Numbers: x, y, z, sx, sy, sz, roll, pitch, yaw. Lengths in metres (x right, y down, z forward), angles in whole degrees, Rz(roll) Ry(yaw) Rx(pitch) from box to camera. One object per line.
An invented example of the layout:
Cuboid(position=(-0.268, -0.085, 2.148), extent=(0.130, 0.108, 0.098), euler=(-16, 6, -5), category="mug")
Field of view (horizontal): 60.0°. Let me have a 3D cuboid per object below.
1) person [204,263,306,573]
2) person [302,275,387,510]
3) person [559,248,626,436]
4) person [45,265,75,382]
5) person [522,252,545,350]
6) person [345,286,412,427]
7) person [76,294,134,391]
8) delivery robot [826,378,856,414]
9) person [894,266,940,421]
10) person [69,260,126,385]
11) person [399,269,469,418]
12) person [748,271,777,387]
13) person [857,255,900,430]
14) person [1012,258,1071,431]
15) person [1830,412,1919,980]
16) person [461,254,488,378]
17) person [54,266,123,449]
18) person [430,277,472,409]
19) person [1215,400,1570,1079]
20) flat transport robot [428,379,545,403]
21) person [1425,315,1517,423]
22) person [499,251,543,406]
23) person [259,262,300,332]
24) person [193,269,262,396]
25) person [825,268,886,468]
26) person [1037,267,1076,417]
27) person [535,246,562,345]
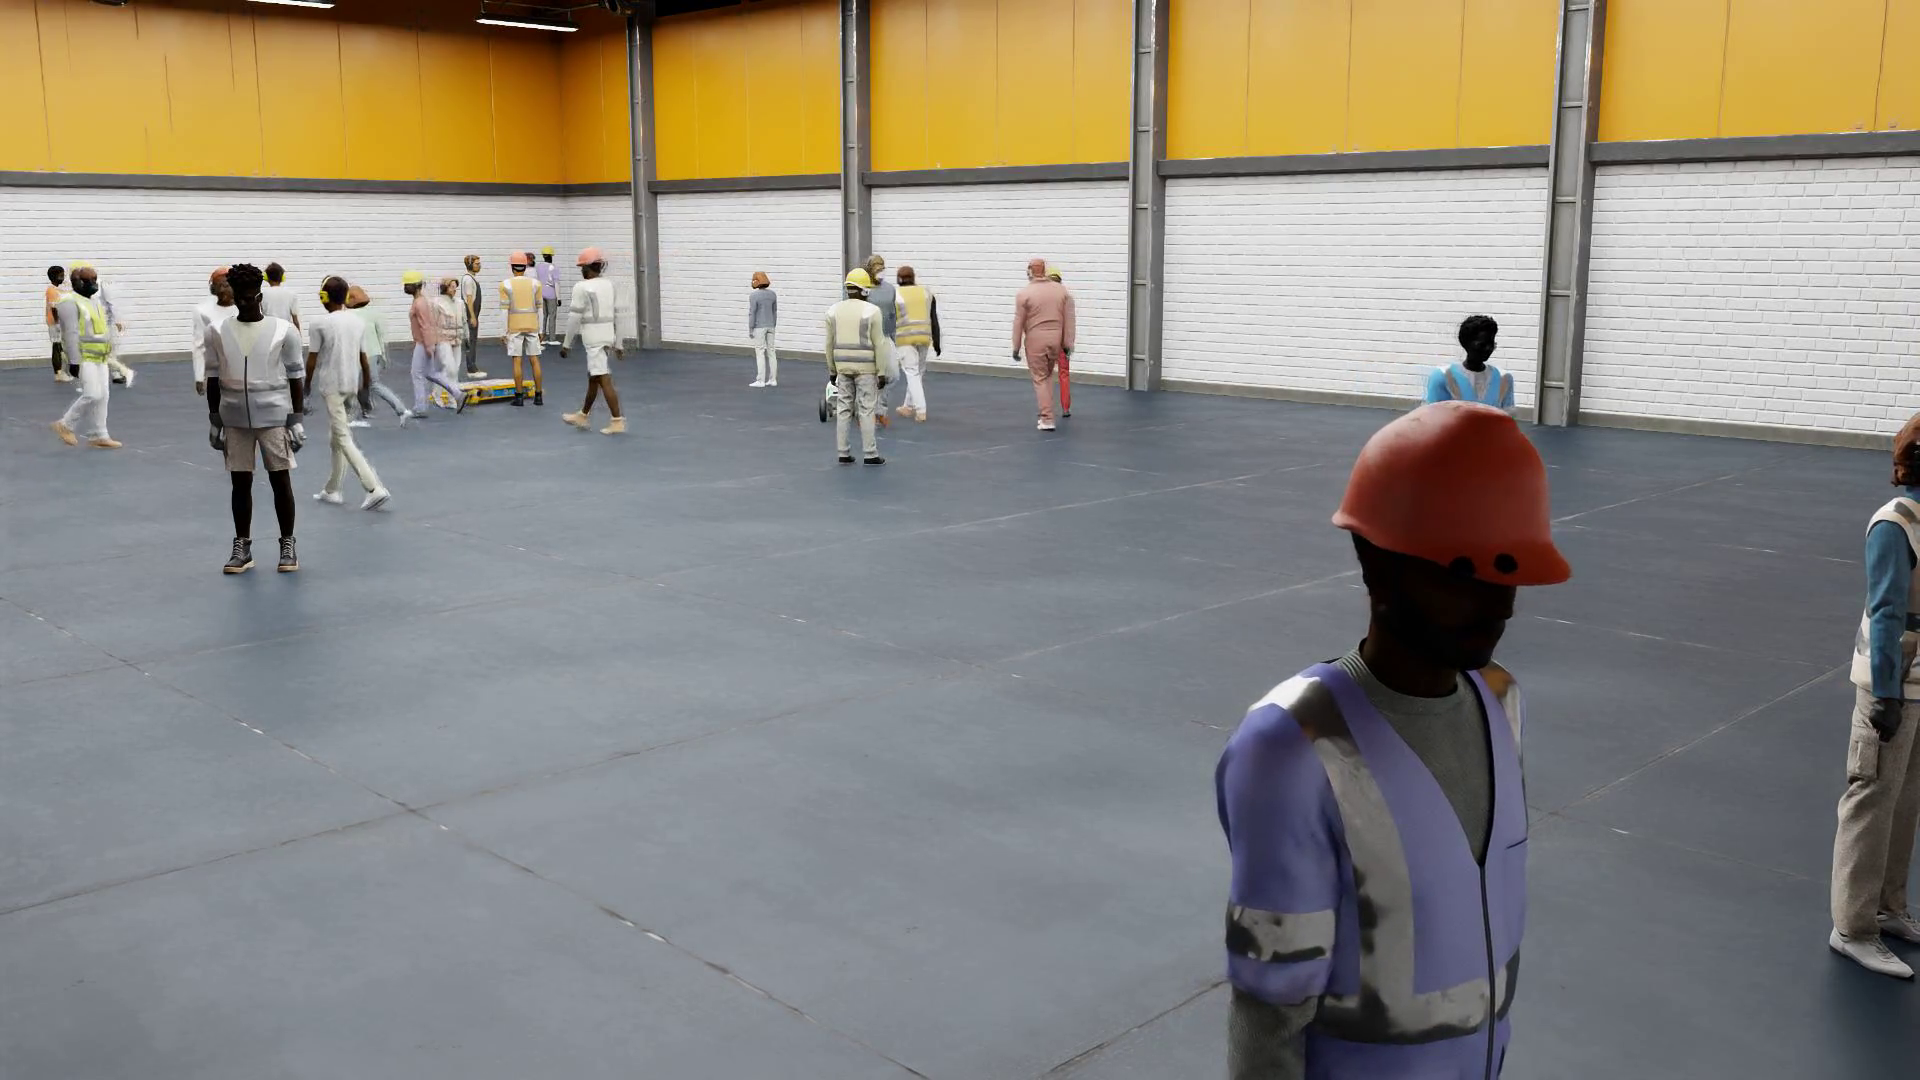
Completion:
Cuboid(position=(-4.458, -0.764, 10.533), extent=(0.603, 1.959, 0.372), euler=(-2, 11, -9), category="person")
Cuboid(position=(-4.836, -1.152, 13.016), extent=(0.933, 1.838, 0.530), euler=(6, 12, 29), category="person")
Cuboid(position=(-3.982, -2.122, 17.849), extent=(1.036, 1.989, 0.622), euler=(5, 12, 26), category="person")
Cuboid(position=(-13.139, -3.145, 24.240), extent=(0.321, 1.694, 0.529), euler=(-4, 11, -22), category="person")
Cuboid(position=(-7.964, -4.379, 30.622), extent=(0.634, 1.820, 0.637), euler=(-9, 14, -40), category="person")
Cuboid(position=(-6.461, -2.018, 18.388), extent=(0.791, 1.587, 0.506), euler=(1, 10, 7), category="person")
Cuboid(position=(-11.796, -2.839, 22.823), extent=(0.679, 1.599, 0.534), euler=(-3, 11, -18), category="person")
Cuboid(position=(-1.370, -1.708, 19.248), extent=(0.477, 0.478, 0.707), euler=(0, 11, -3), category="delivery robot")
Cuboid(position=(-0.558, -2.273, 19.250), extent=(0.653, 1.790, 0.881), euler=(-6, 12, -30), category="person")
Cuboid(position=(-12.244, -3.077, 23.659), extent=(0.722, 1.789, 0.407), euler=(0, 10, 2), category="person")
Cuboid(position=(-6.182, -2.295, 19.469), extent=(0.702, 1.740, 0.536), euler=(-3, 11, -14), category="person")
Cuboid(position=(-2.788, -2.976, 23.508), extent=(0.278, 1.628, 0.499), euler=(10, 14, 42), category="person")
Cuboid(position=(-0.921, -2.140, 18.146), extent=(0.650, 1.916, 0.519), euler=(-9, 14, -41), category="person")
Cuboid(position=(0.846, -2.146, 18.286), extent=(0.659, 1.873, 0.726), euler=(-6, 12, -29), category="person")
Cuboid(position=(2.775, 0.435, 4.866), extent=(0.511, 1.640, 0.308), euler=(-9, 14, -41), category="person")
Cuboid(position=(-7.295, -3.348, 24.932), extent=(0.351, 1.846, 0.507), euler=(-2, 11, -11), category="person")
Cuboid(position=(-8.689, -1.794, 16.510), extent=(0.502, 1.825, 0.643), euler=(0, 10, -1), category="person")
Cuboid(position=(-6.219, -2.391, 20.304), extent=(0.368, 1.625, 0.528), euler=(5, 12, 27), category="person")
Cuboid(position=(0.574, 0.780, 2.182), extent=(0.551, 1.932, 0.376), euler=(-9, 14, -41), category="person")
Cuboid(position=(-6.117, -1.935, 21.527), extent=(0.652, 0.197, 1.431), euler=(6, 12, 28), category="flat transport robot")
Cuboid(position=(2.972, -0.443, 9.536), extent=(0.557, 1.666, 0.734), euler=(-3, 11, -14), category="person")
Cuboid(position=(-5.486, -2.640, 20.821), extent=(0.544, 1.939, 0.372), euler=(-5, 12, -27), category="person")
Cuboid(position=(-7.899, -2.284, 19.209), extent=(0.537, 1.826, 0.971), euler=(-7, 13, -35), category="person")
Cuboid(position=(-6.446, -1.466, 14.699), extent=(0.601, 1.828, 0.994), euler=(-4, 11, -19), category="person")
Cuboid(position=(-0.941, -1.581, 15.343), extent=(0.601, 1.827, 0.403), euler=(5, 11, 25), category="person")
Cuboid(position=(1.096, -2.313, 19.531), extent=(0.523, 1.761, 0.326), euler=(0, 10, -2), category="person")
Cuboid(position=(-8.019, -4.759, 32.441), extent=(0.587, 1.919, 0.390), euler=(5, 12, 27), category="person")
